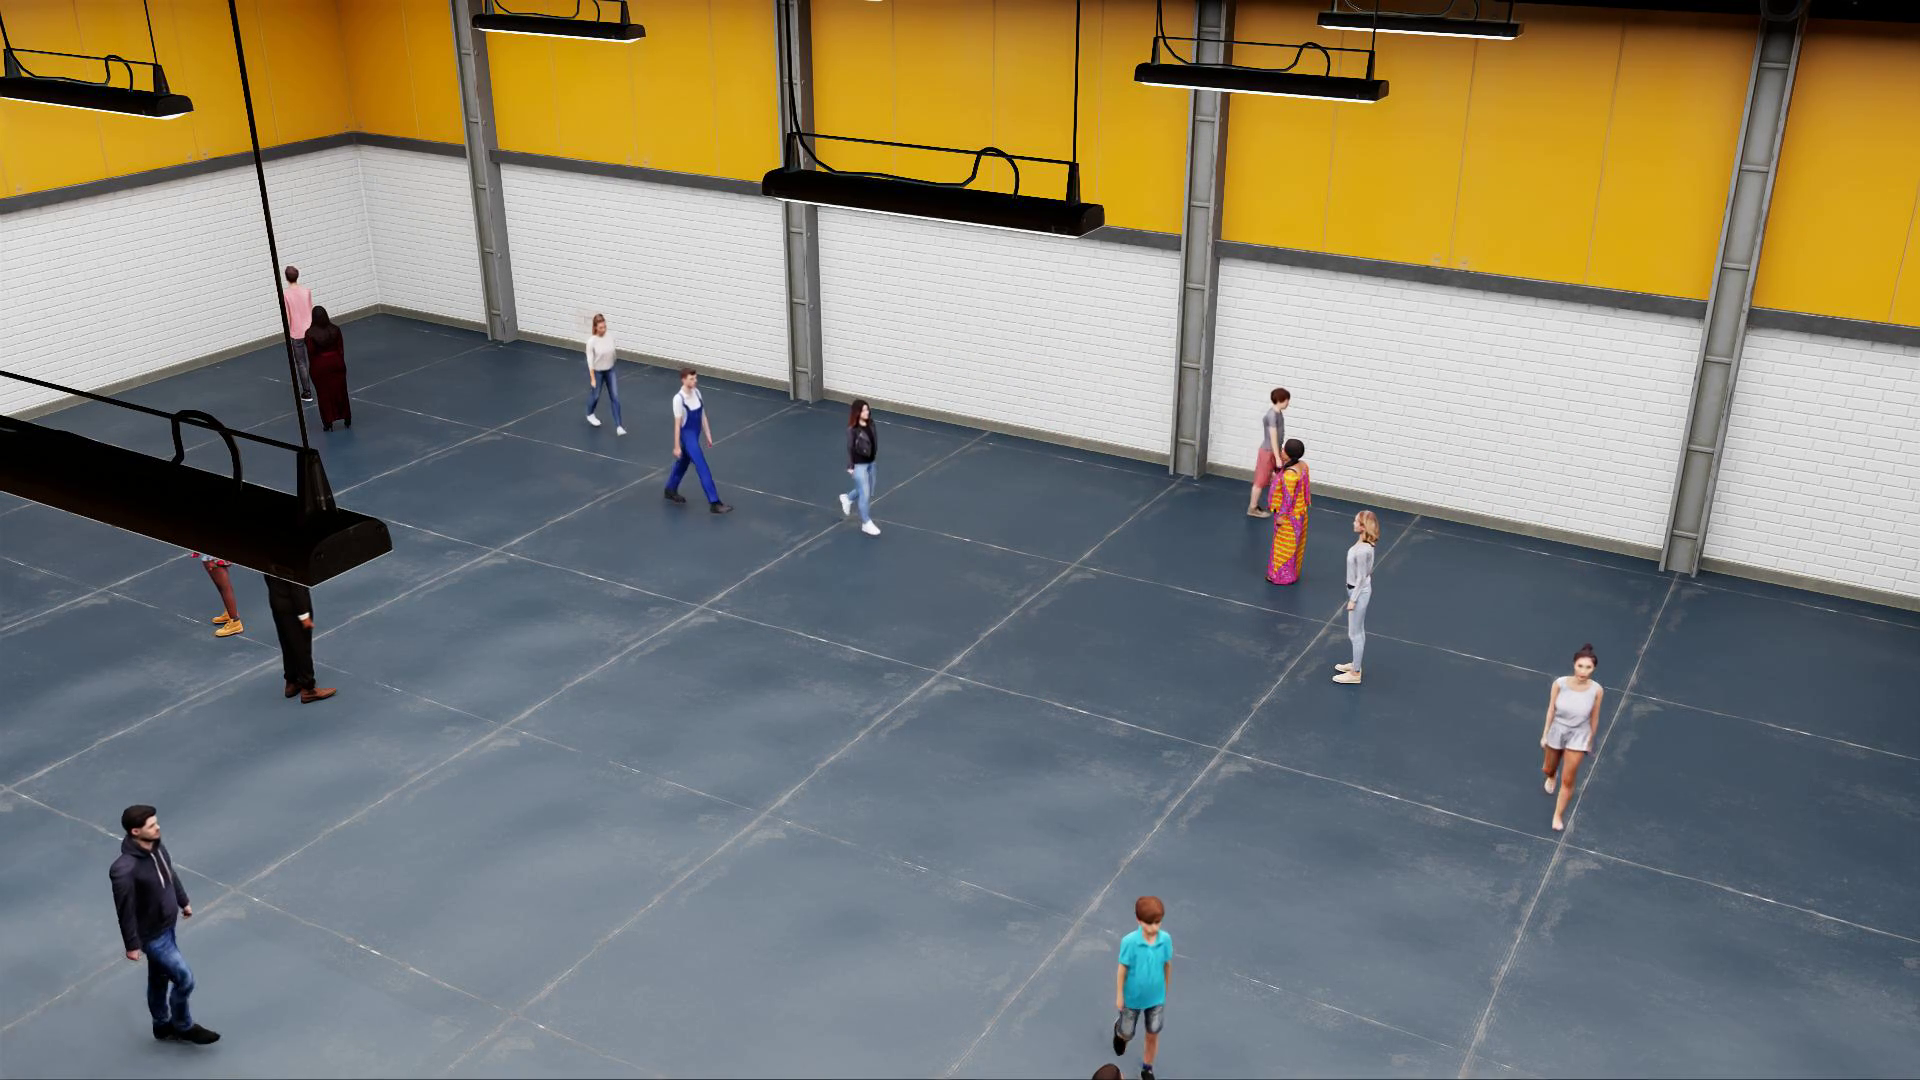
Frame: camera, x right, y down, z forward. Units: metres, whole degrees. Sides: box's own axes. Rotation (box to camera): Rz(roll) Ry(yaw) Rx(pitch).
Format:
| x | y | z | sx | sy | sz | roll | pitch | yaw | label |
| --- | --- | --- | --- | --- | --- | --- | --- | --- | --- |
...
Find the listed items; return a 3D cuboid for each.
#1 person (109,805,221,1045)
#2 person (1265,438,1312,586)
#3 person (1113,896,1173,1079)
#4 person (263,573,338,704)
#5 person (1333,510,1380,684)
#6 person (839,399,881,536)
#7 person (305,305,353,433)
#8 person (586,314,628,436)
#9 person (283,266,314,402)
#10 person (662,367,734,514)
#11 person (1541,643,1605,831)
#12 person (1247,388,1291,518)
| x | y | z | sx | sy | sz | roll | pitch | yaw | label |
| --- | --- | --- | --- | --- | --- | --- | --- | --- | --- |
| -5.549 | 2.617 | 11.266 | 0.919 | 1.875 | 0.871 | -1 | 24 | -1 | person |
| 3.601 | -0.351 | 18.293 | 0.663 | 1.686 | 0.656 | 11 | 26 | 23 | person |
| 1.192 | 2.956 | 11.032 | 0.797 | 1.441 | 0.838 | -4 | 24 | -10 | person |
| -6.360 | 0.628 | 15.780 | 0.631 | 1.904 | 0.802 | 20 | 30 | 37 | person |
| 3.860 | 0.542 | 16.111 | 0.573 | 1.796 | 0.629 | 8 | 25 | 17 | person |
| -1.202 | -0.882 | 19.595 | 0.949 | 1.615 | 0.705 | 17 | 29 | 34 | person |
| -8.664 | -2.360 | 22.798 | 0.741 | 1.758 | 0.714 | -19 | 30 | -37 | person |
| -4.919 | -2.272 | 22.711 | 0.955 | 1.666 | 1.258 | -18 | 29 | -35 | person |
| -9.481 | -2.983 | 23.972 | 0.637 | 1.958 | 0.686 | 21 | 31 | 39 | person |
| -3.336 | -1.216 | 20.130 | 1.285 | 1.798 | 0.696 | 11 | 26 | 24 | person |
| 5.097 | 1.605 | 13.935 | 0.839 | 1.591 | 0.706 | 9 | 25 | 19 | person |
| 3.643 | -1.038 | 19.934 | 0.892 | 1.628 | 0.605 | 12 | 26 | 25 | person |
